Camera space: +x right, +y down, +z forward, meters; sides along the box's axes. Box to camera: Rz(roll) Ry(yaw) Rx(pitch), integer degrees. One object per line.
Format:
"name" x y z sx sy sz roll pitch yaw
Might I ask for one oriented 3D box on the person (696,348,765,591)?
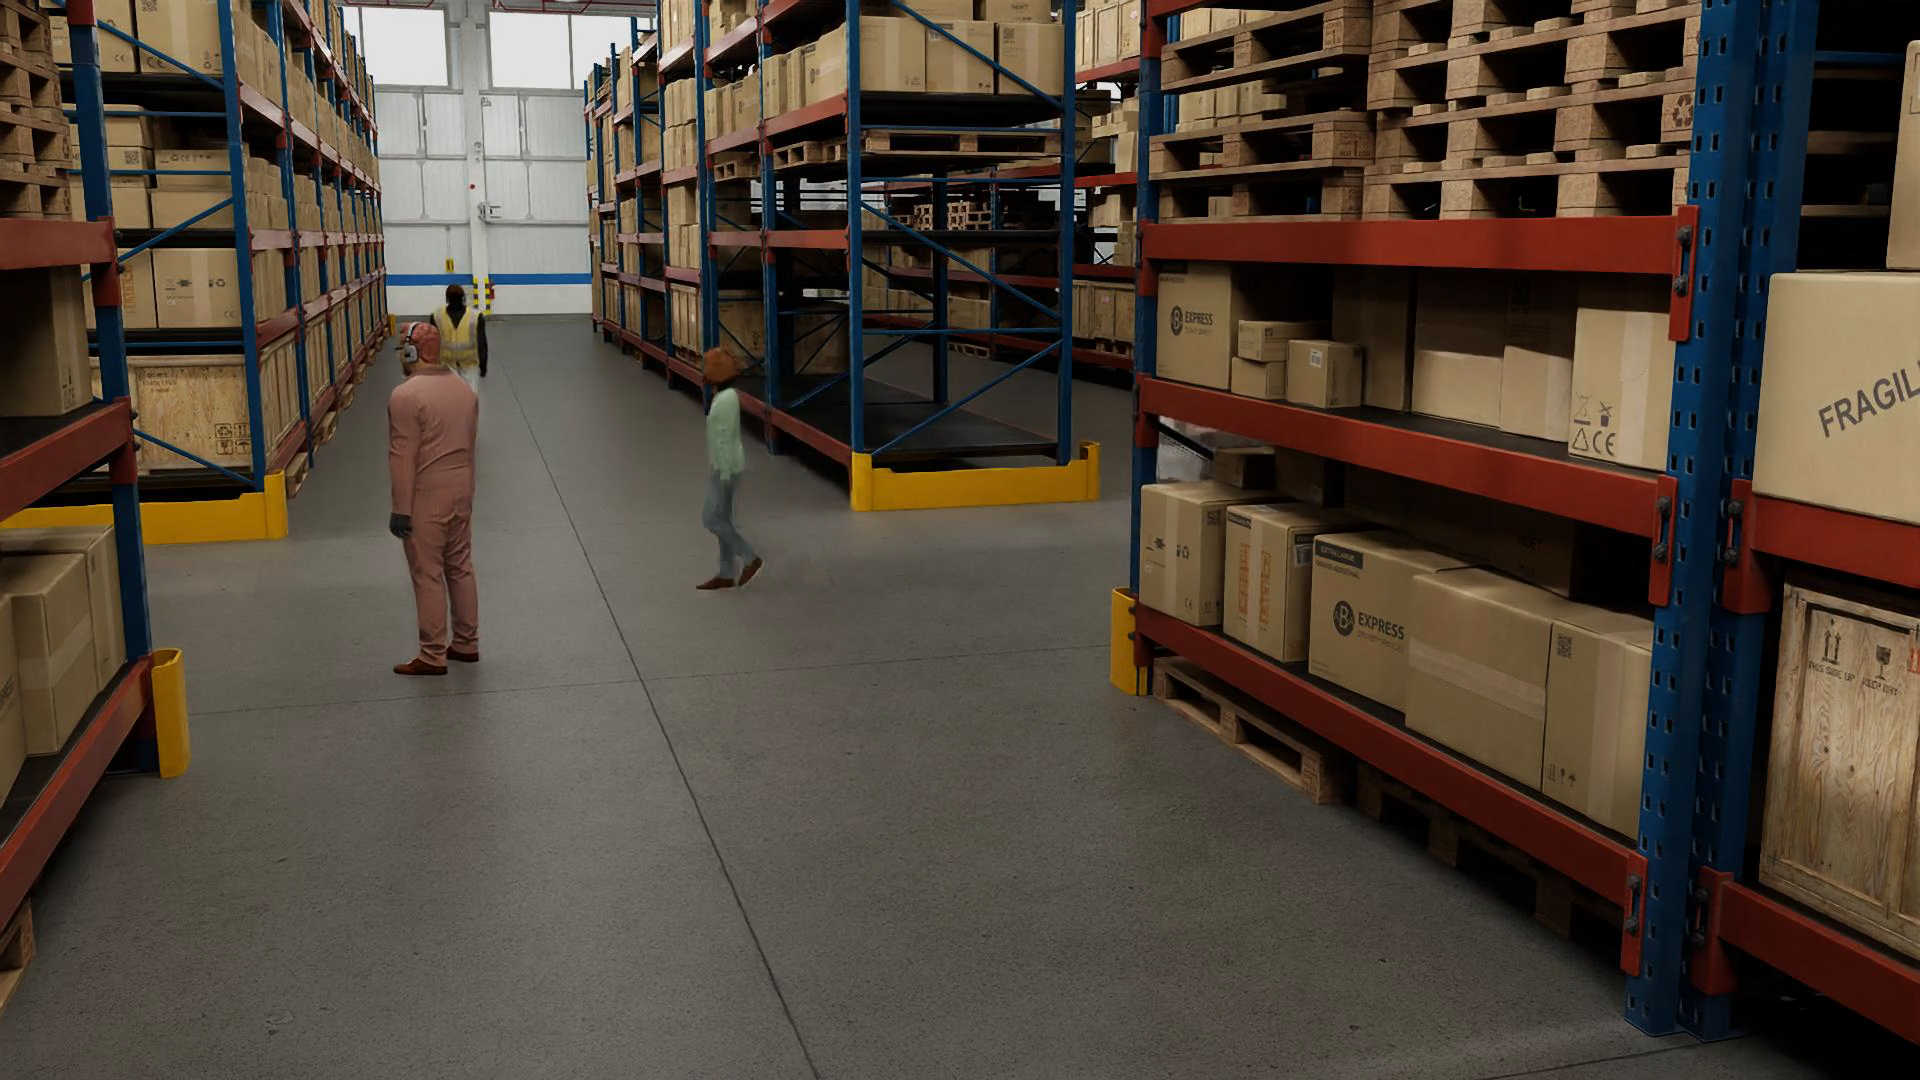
"person" -1.561 -0.450 10.970 0.370 1.620 0.531 -2 10 -10

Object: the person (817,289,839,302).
"person" -2.596 -4.576 32.628 0.420 1.985 0.612 -9 13 -39

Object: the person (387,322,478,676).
"person" -2.869 -0.225 9.004 0.399 1.900 0.643 3 11 17

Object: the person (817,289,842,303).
"person" -2.942 -5.311 37.315 0.557 1.726 0.840 -1 10 -8

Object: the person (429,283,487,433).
"person" -5.770 -2.040 19.149 0.631 1.827 0.553 -2 11 -13

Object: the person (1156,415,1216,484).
"person" 1.344 -0.408 9.962 0.582 1.914 0.543 -5 12 -26
